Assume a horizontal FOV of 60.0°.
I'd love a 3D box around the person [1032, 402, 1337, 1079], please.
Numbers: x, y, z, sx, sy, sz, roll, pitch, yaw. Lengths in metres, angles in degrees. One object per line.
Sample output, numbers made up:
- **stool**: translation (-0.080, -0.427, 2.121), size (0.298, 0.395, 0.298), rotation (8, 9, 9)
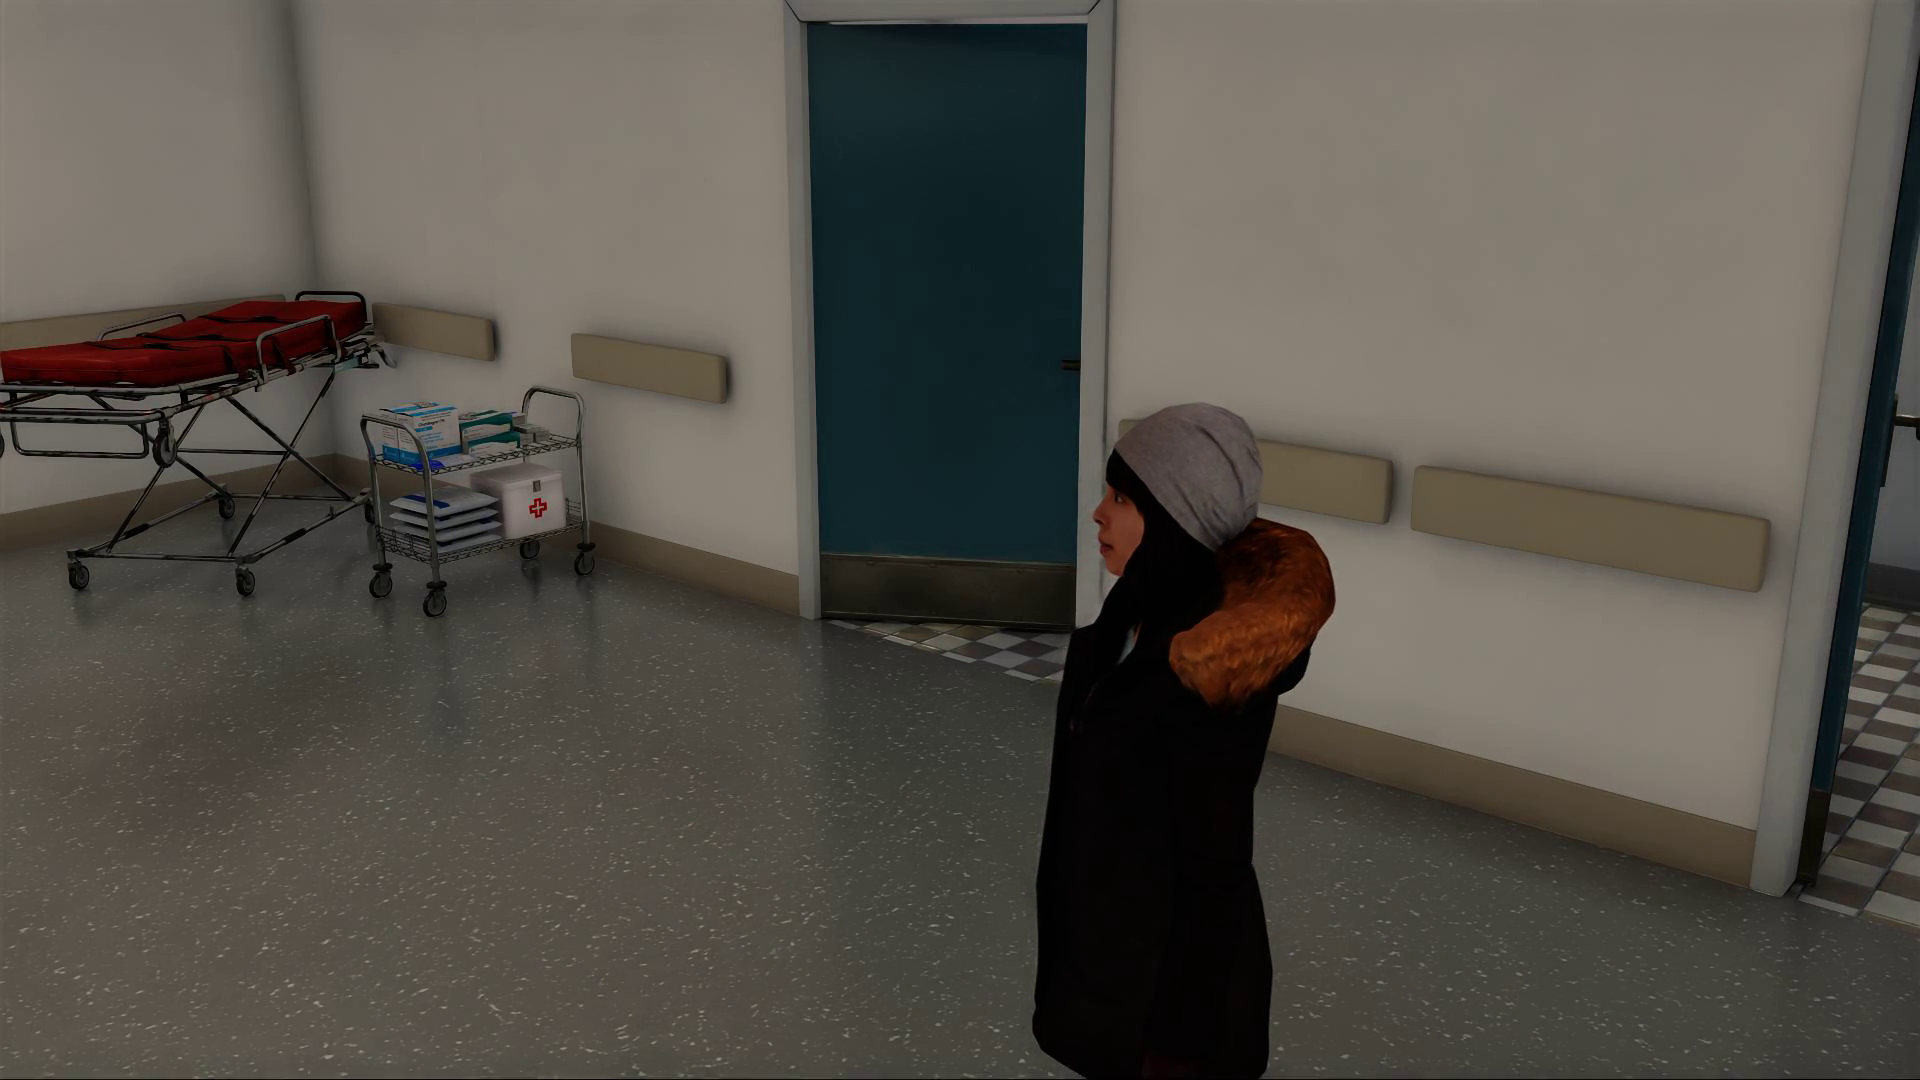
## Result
- **person**: translation (0.293, 0.602, 2.412), size (0.806, 1.634, 0.738), rotation (-2, 16, -8)
